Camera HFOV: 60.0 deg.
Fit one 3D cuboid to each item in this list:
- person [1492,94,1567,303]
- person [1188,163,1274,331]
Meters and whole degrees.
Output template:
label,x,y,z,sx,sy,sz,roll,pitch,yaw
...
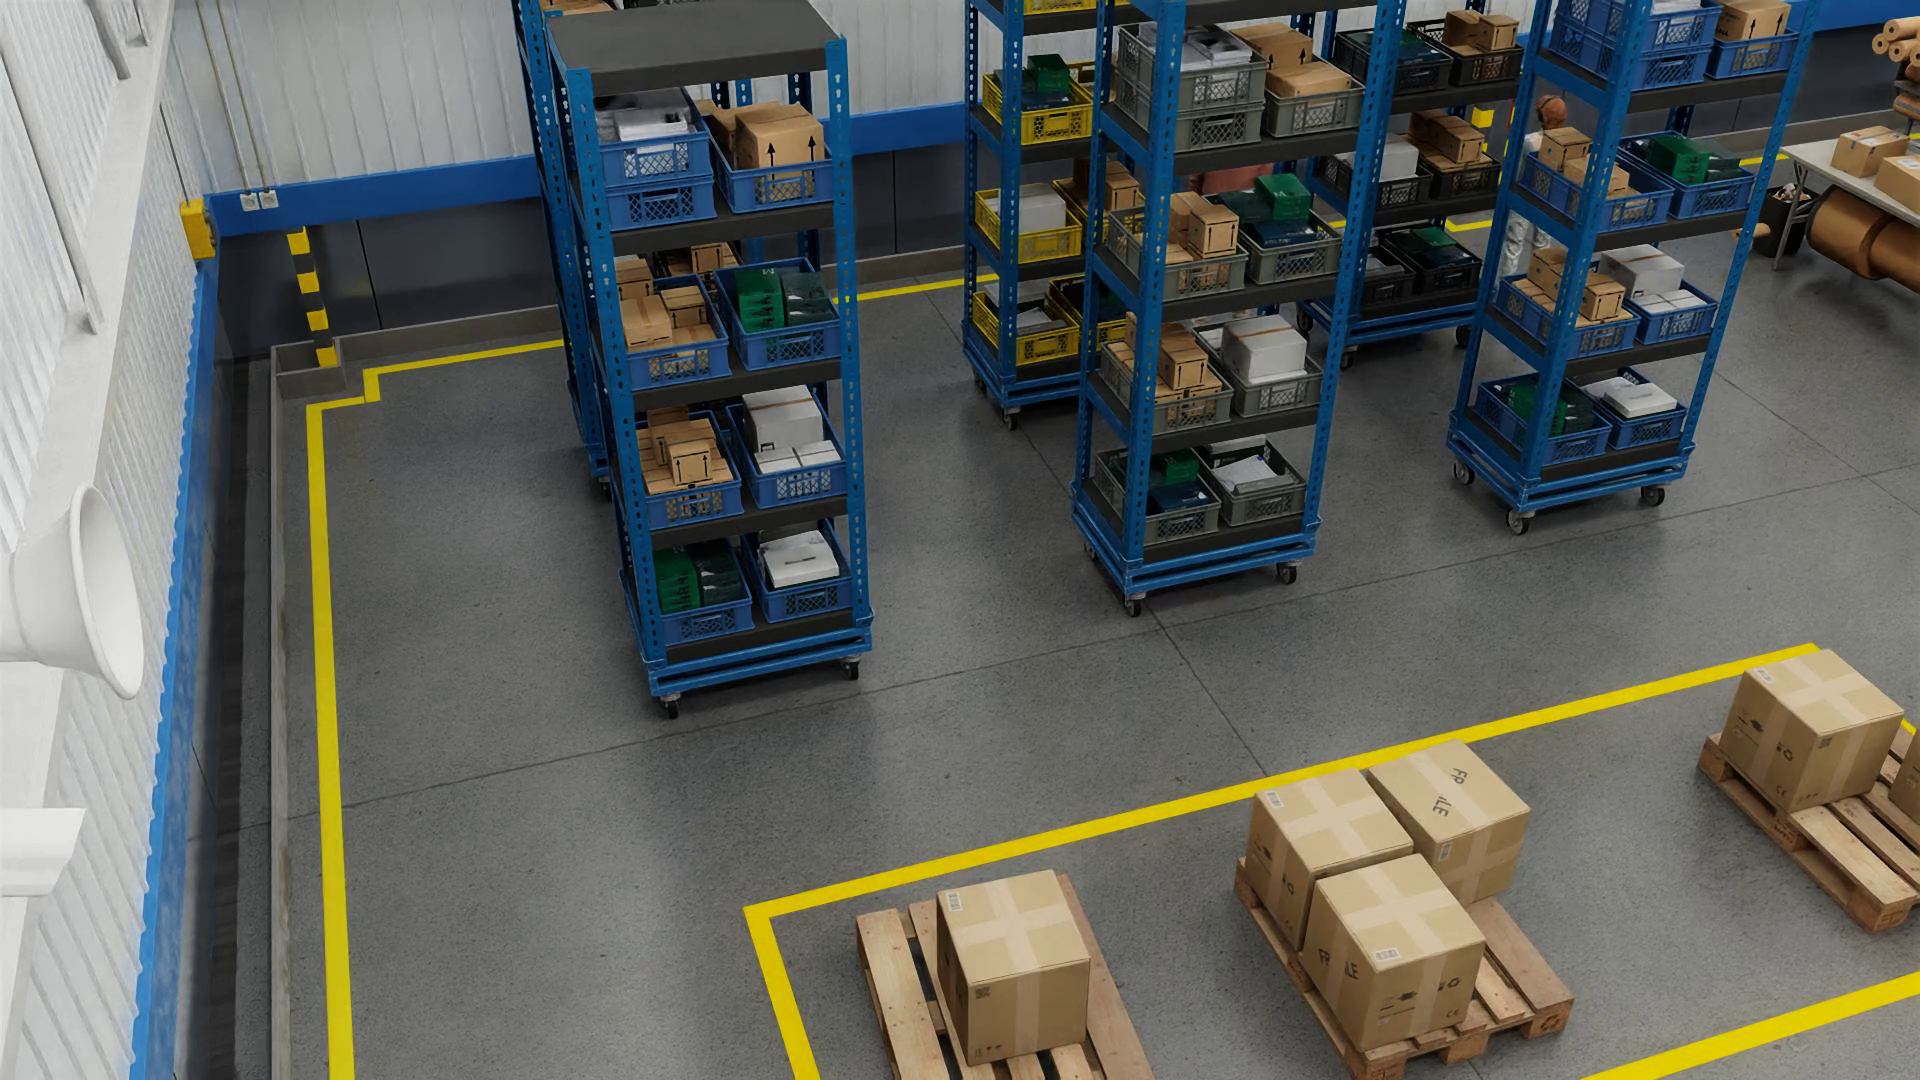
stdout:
label,x,y,z,sx,sy,sz,roll,pitch,yaw
person,4.290,-2.508,12.415,0.515,1.632,0.311,-2,35,-2
person,1.851,-2.183,11.658,0.607,1.985,0.413,17,39,22
